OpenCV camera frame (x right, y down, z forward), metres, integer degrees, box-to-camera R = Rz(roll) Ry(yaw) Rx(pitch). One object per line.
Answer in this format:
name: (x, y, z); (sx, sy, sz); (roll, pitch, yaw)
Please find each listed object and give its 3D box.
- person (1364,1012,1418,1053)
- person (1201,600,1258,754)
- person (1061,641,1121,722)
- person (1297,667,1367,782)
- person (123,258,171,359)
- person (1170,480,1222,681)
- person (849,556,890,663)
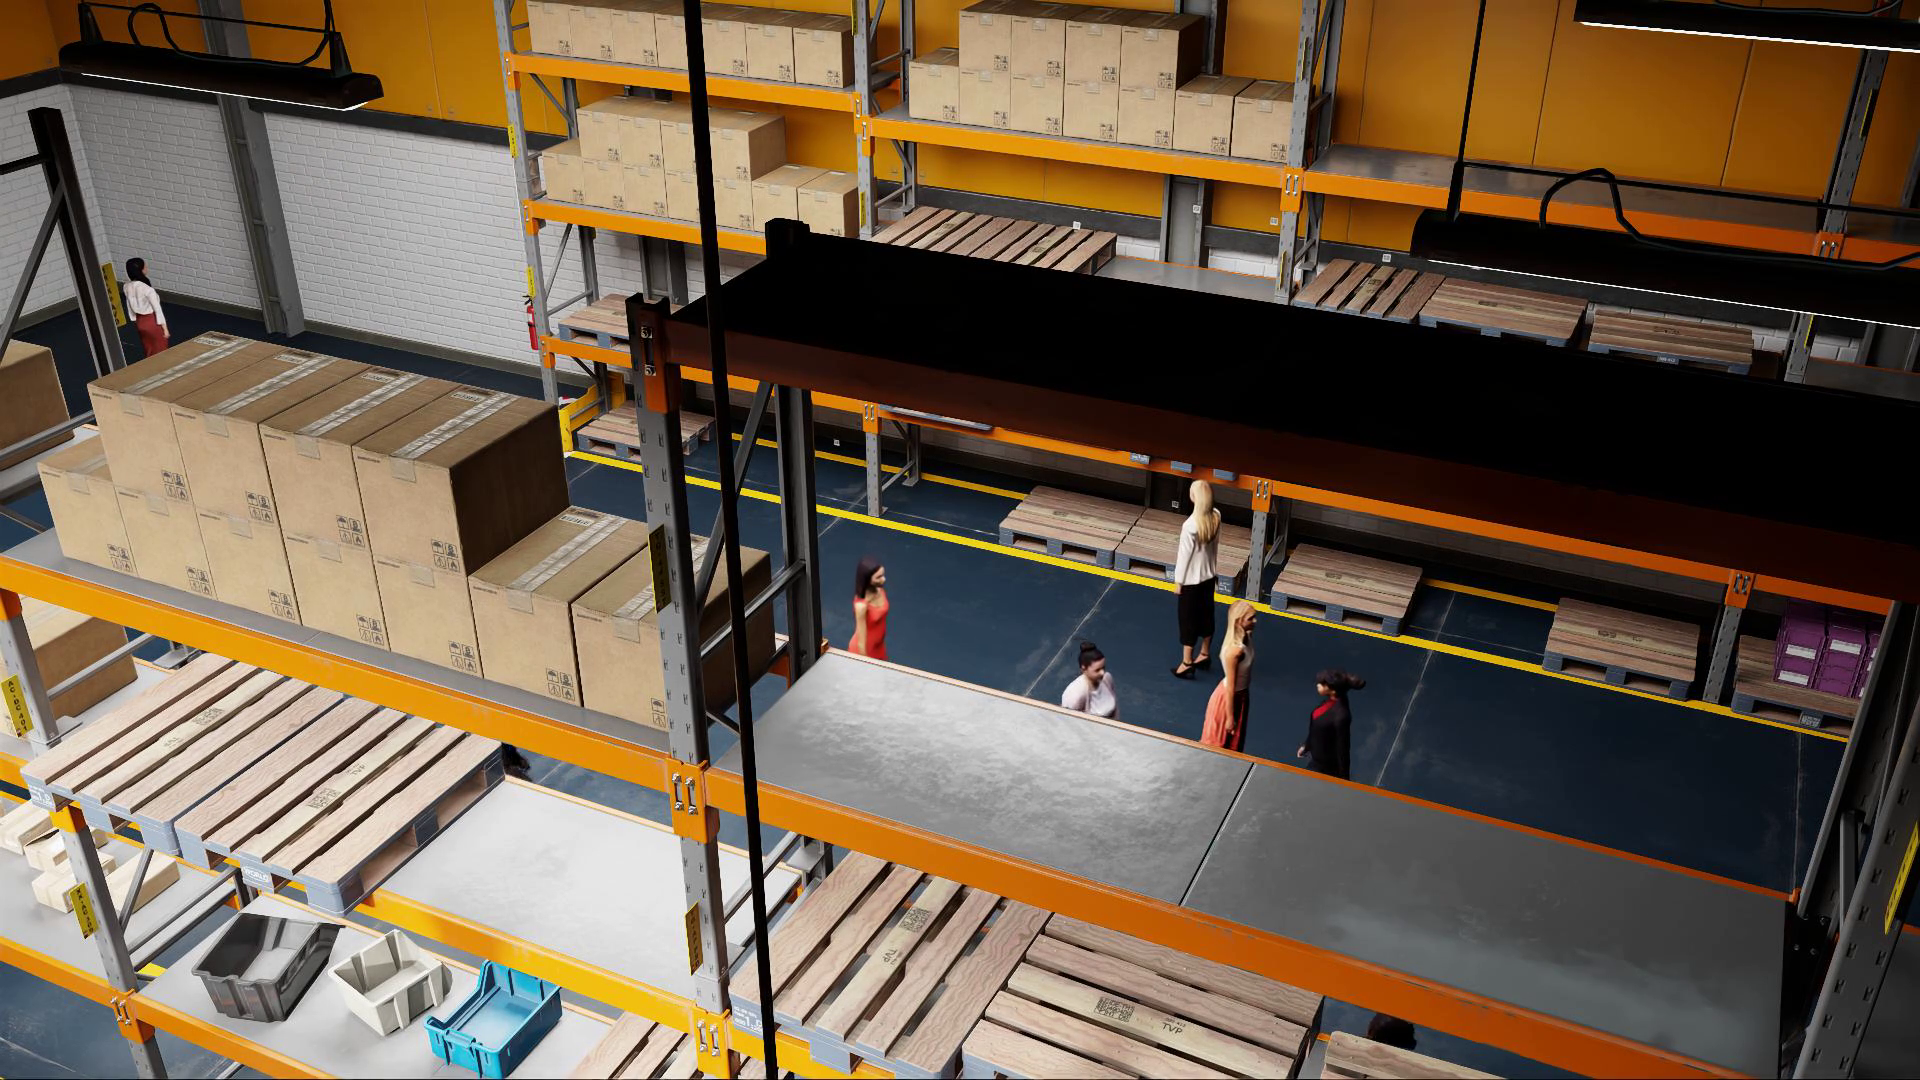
person: (2.150, 3.187, 8.981); (0.700, 1.714, 0.700); (15, 32, 25)
person: (2.030, 1.230, 12.476); (0.562, 1.801, 0.624); (12, 31, 21)
person: (0.882, 1.457, 12.134); (0.896, 1.732, 0.814); (24, 36, 36)
person: (2.739, 1.631, 11.963); (1.048, 1.590, 0.713); (5, 29, 9)
person: (-9.339, -2.420, 19.222); (0.467, 1.750, 0.676); (10, 30, 18)
person: (2.004, 0.332, 14.064); (0.674, 1.858, 0.644); (-25, 38, -38)
person: (-0.747, 0.878, 13.227); (0.634, 1.702, 0.644); (7, 29, 13)
